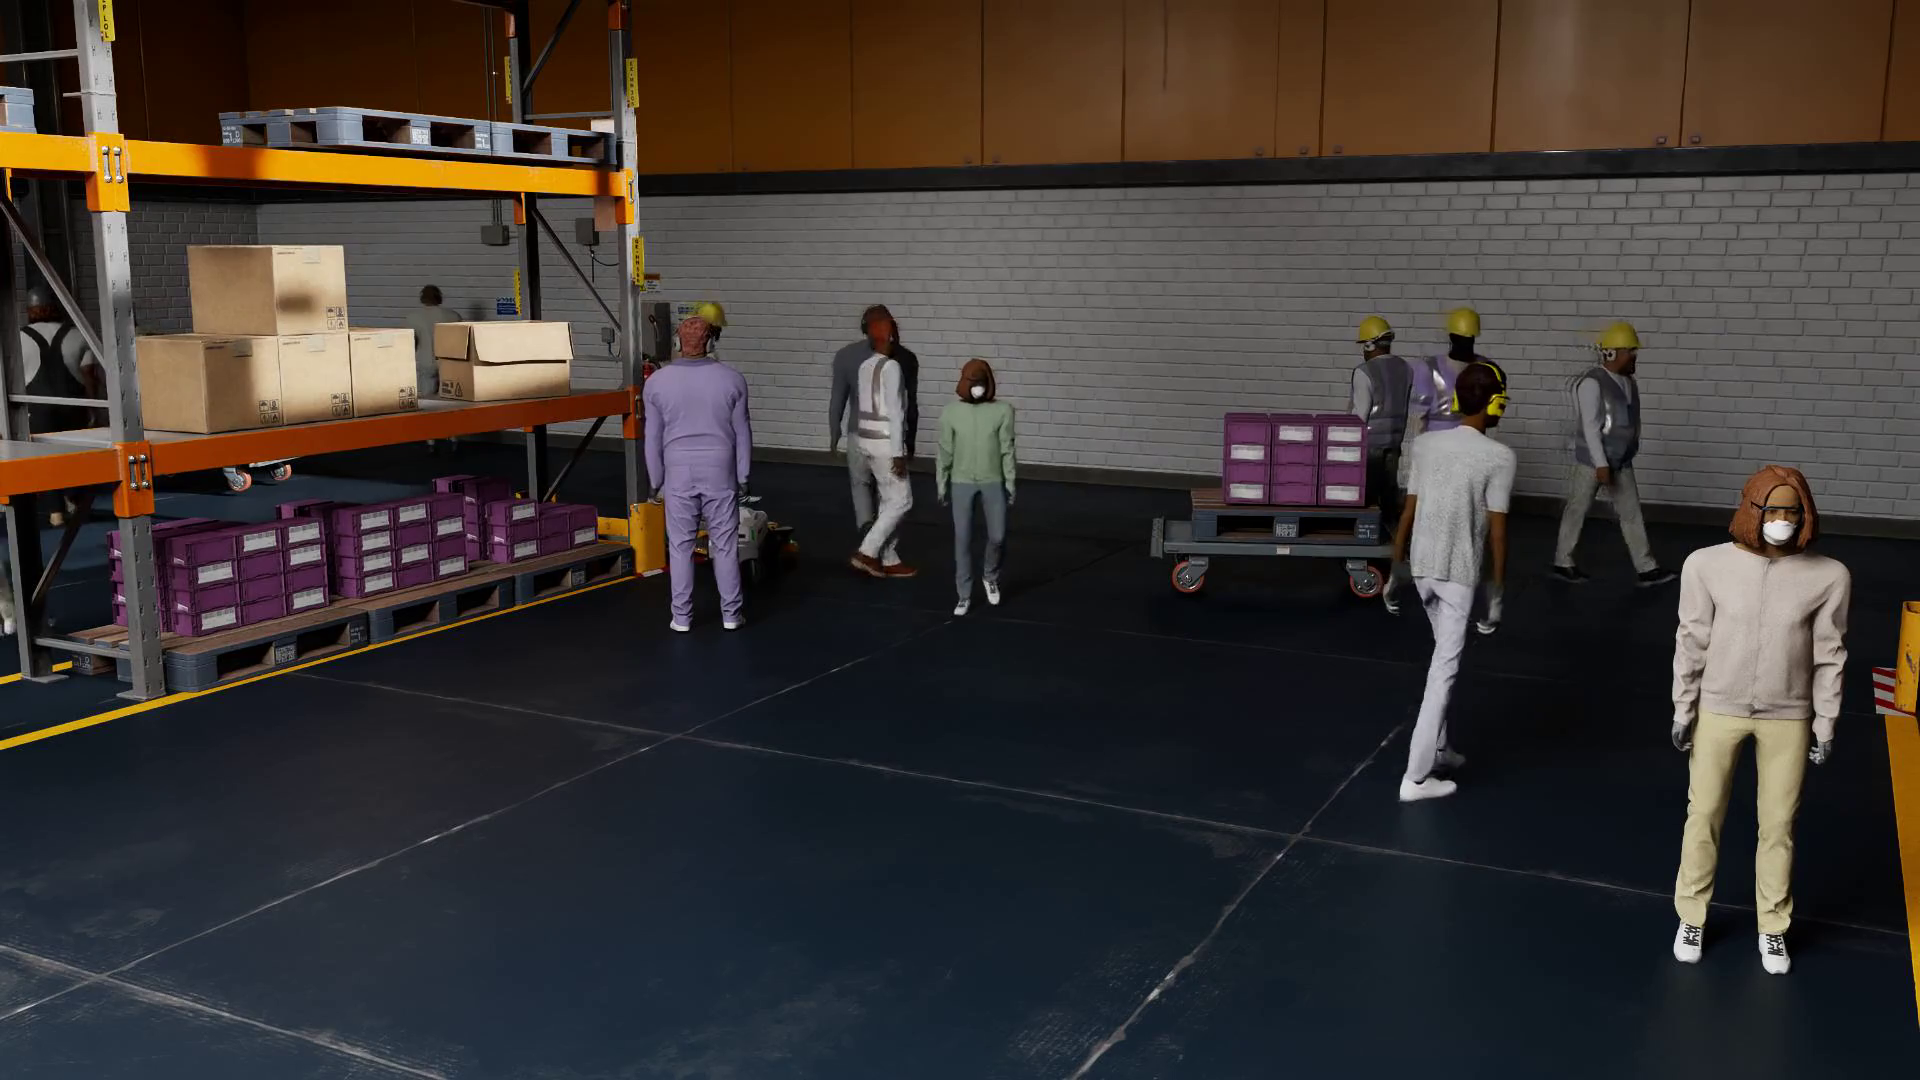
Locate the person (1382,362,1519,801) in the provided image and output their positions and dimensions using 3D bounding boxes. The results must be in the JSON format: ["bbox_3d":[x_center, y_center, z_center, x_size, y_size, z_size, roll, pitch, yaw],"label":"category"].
[{"bbox_3d":[2.095,0.169,7.030,0.705,1.826,0.535,-7,12,-37],"label":"person"}]

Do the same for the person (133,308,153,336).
[{"bbox_3d":[-8.331,-1.500,16.848,0.652,1.785,0.960,8,13,38],"label":"person"}]

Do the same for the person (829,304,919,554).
[{"bbox_3d":[-0.621,-0.771,12.244,0.674,1.907,0.848,-1,10,-6],"label":"person"}]

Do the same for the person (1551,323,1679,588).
[{"bbox_3d":[4.451,-0.555,11.269,0.587,1.795,0.901,-7,12,-34],"label":"person"}]

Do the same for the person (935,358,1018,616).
[{"bbox_3d":[0.103,-0.335,10.519,0.527,1.624,0.340,0,10,1],"label":"person"}]

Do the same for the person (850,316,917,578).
[{"bbox_3d":[-0.559,-0.628,11.611,0.481,1.849,0.640,-5,11,-25],"label":"person"}]

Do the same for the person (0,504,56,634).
[{"bbox_3d":[-5.810,-0.270,9.617,0.513,1.822,0.973,6,12,32],"label":"person"}]

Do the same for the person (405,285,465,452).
[{"bbox_3d":[-6.019,-1.959,19.075,0.659,1.915,0.470,-3,10,-14],"label":"person"}]

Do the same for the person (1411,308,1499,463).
[{"bbox_3d":[3.467,-0.652,11.573,0.588,1.902,0.635,-3,10,-15],"label":"person"}]

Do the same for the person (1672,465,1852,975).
[{"bbox_3d":[2.526,0.568,5.290,0.496,1.629,0.277,3,10,19],"label":"person"}]

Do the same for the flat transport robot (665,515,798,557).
[{"bbox_3d":[-1.927,-0.058,12.828,0.652,0.197,1.431,-8,13,-40],"label":"flat transport robot"}]

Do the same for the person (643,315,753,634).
[{"bbox_3d":[-1.561,-0.384,9.985,0.636,1.911,0.404,-1,10,-8],"label":"person"}]

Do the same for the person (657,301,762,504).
[{"bbox_3d":[-2.304,-1.190,14.818,0.984,1.860,0.589,-2,10,-11],"label":"person"}]

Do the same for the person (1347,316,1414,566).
[{"bbox_3d":[3.033,-0.721,12.179,0.587,1.823,0.403,-8,12,-38],"label":"person"}]

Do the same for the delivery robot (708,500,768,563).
[{"bbox_3d":[-1.560,-0.056,11.726,0.477,0.478,0.707,0,10,0],"label":"delivery robot"}]

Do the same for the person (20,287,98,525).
[{"bbox_3d":[-7.750,-1.172,14.161,0.692,2.000,1.038,-6,12,-33],"label":"person"}]
